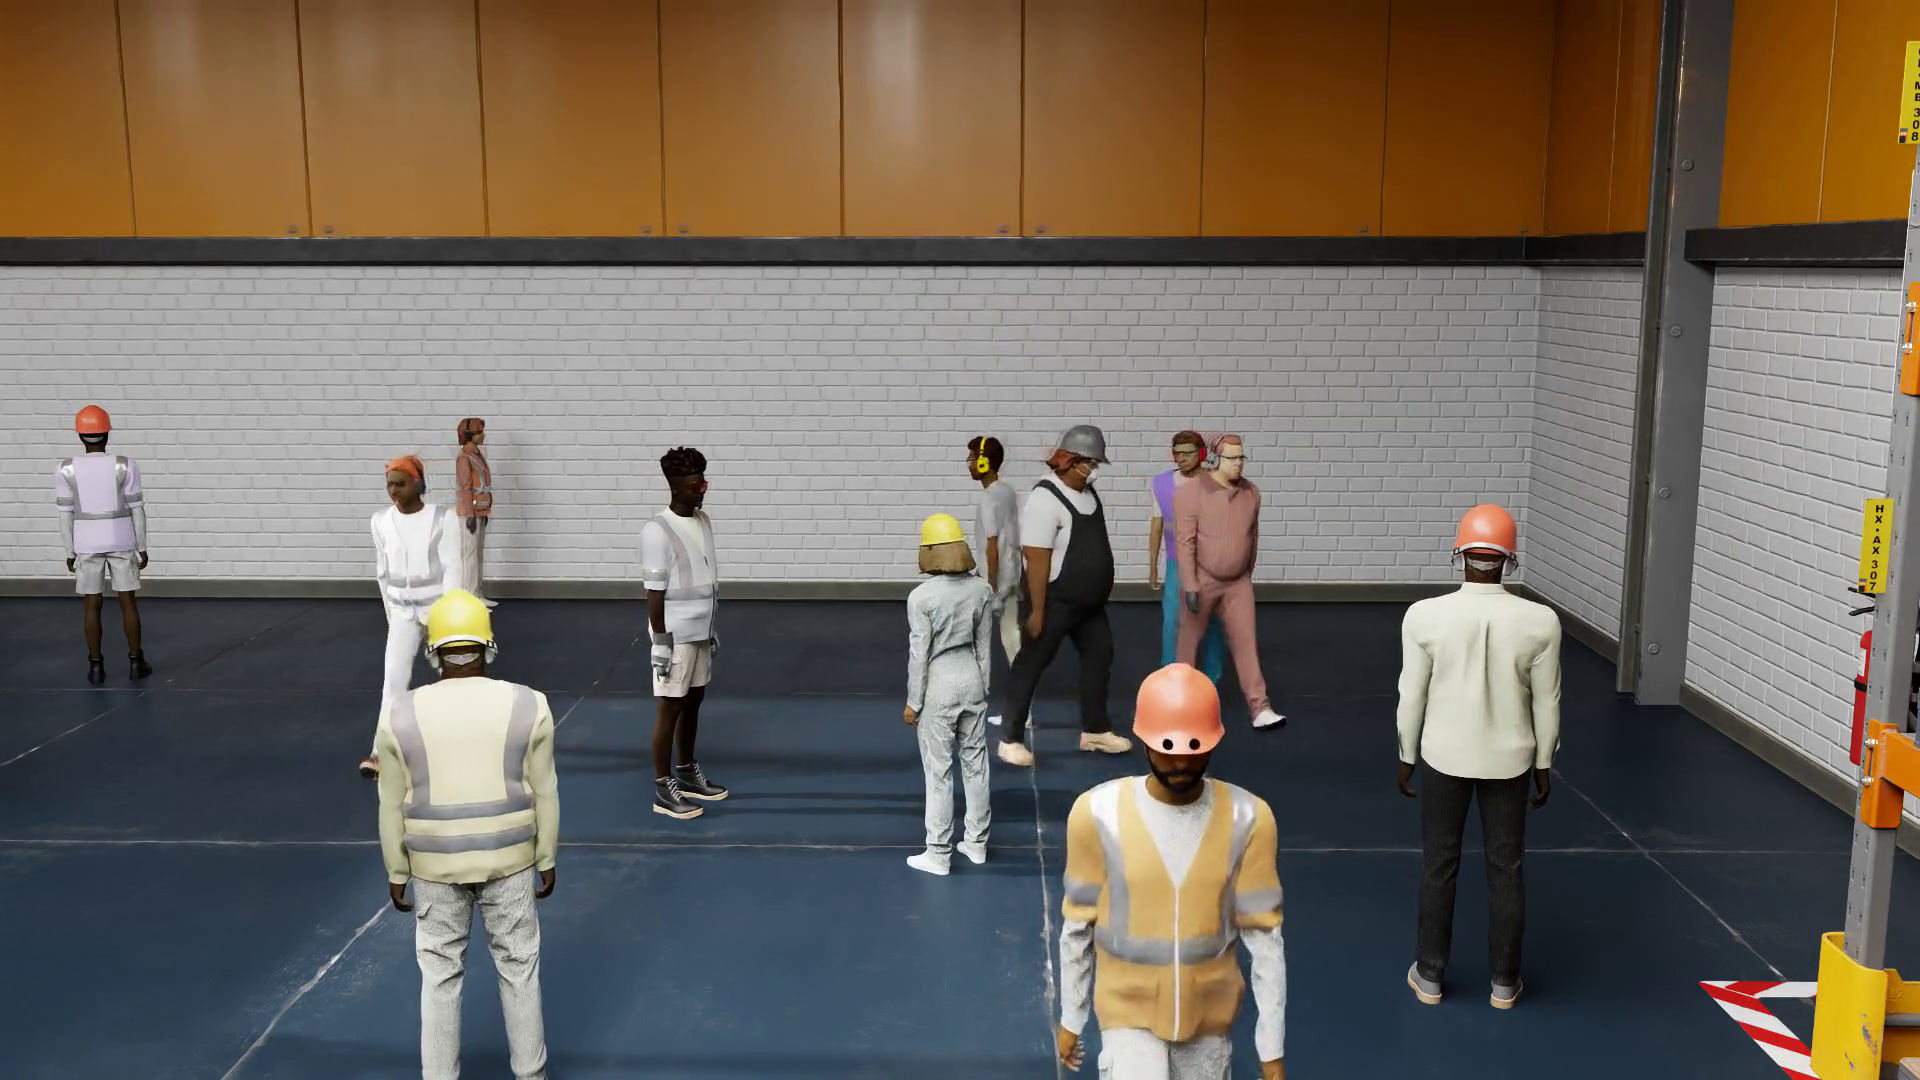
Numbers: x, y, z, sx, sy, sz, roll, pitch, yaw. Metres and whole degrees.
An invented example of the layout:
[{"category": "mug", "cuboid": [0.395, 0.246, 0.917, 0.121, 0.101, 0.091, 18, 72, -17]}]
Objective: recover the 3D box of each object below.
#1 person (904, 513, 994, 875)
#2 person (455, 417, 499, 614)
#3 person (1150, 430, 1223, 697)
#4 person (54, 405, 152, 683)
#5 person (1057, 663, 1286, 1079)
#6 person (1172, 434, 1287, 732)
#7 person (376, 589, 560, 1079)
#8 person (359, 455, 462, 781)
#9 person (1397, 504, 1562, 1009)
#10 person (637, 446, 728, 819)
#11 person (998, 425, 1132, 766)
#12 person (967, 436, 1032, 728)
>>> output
[{"category": "person", "cuboid": [-0.066, 0.734, 7.990, 0.484, 1.737, 0.305, -7, 12, -37]}, {"category": "person", "cuboid": [-4.064, -0.207, 13.913, 0.306, 1.640, 0.521, -1, 10, -5]}, {"category": "person", "cuboid": [1.555, 0.166, 11.124, 0.565, 1.828, 0.427, 4, 10, 20]}, {"category": "person", "cuboid": [-5.956, 0.030, 11.587, 0.545, 1.943, 0.347, -4, 10, -22]}, {"category": "person", "cuboid": [0.559, 1.269, 4.261, 0.575, 1.904, 0.859, 0, 9, -2]}, {"category": "person", "cuboid": [1.646, 0.275, 10.380, 0.647, 1.857, 0.994, -3, 10, -19]}, {"category": "person", "cuboid": [-1.668, 1.077, 5.689, 0.591, 1.823, 0.405, -3, 10, -15]}, {"category": "person", "cuboid": [-3.108, 0.441, 9.478, 0.581, 1.822, 1.010, 1, 10, 8]}, {"category": "person", "cuboid": [2.019, 0.850, 6.517, 0.612, 1.995, 0.382, 2, 10, 12]}, {"category": "person", "cuboid": [-1.464, 0.475, 8.848, 0.361, 1.963, 0.613, 3, 10, 18]}, {"category": "person", "cuboid": [0.643, 0.293, 9.720, 0.825, 2.000, 0.756, 6, 11, 30]}, {"category": "person", "cuboid": [0.124, 0.268, 10.471, 0.786, 1.836, 0.497, 4, 10, 25]}]
